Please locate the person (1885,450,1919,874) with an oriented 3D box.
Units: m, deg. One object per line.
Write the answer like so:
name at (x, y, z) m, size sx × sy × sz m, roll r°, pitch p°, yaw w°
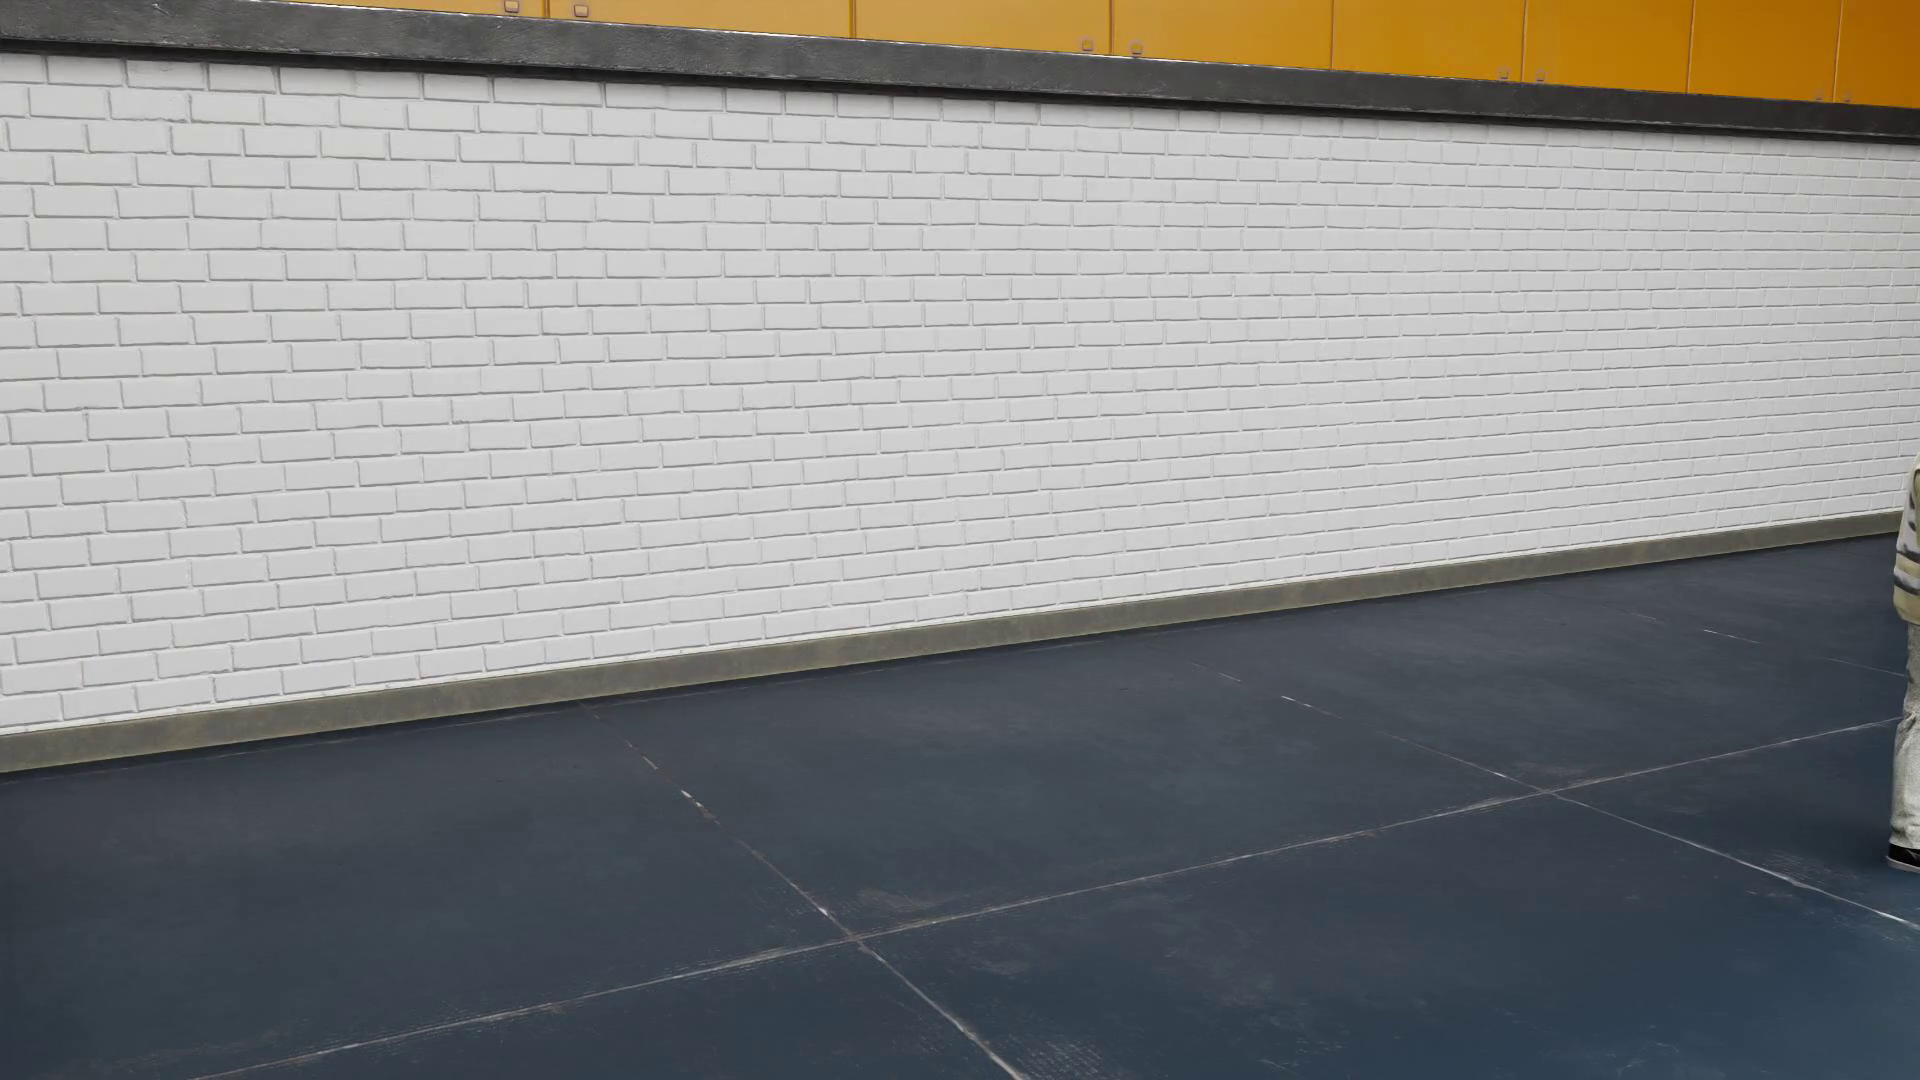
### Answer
person at (3.413, 0.242, 5.673) m, size 0.403 × 1.826 × 0.592 m, roll 9°, pitch 13°, yaw 42°
